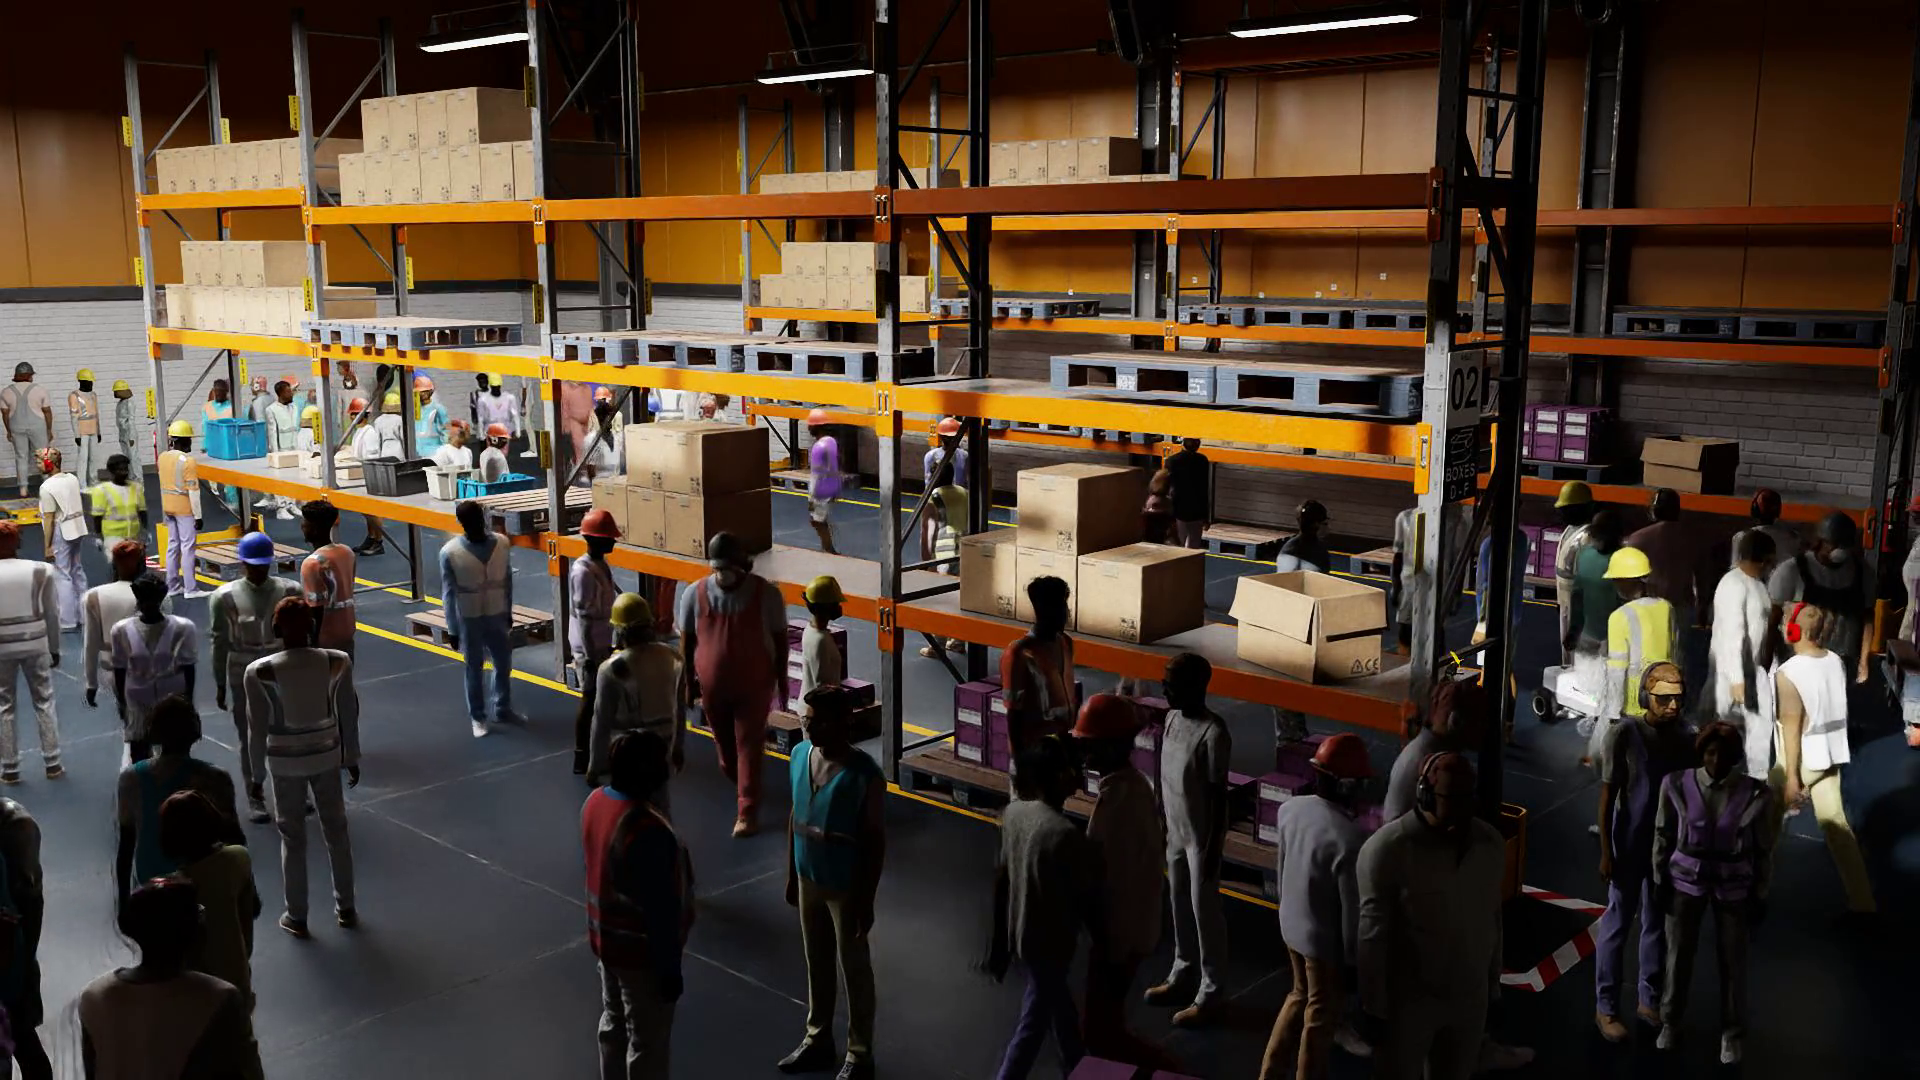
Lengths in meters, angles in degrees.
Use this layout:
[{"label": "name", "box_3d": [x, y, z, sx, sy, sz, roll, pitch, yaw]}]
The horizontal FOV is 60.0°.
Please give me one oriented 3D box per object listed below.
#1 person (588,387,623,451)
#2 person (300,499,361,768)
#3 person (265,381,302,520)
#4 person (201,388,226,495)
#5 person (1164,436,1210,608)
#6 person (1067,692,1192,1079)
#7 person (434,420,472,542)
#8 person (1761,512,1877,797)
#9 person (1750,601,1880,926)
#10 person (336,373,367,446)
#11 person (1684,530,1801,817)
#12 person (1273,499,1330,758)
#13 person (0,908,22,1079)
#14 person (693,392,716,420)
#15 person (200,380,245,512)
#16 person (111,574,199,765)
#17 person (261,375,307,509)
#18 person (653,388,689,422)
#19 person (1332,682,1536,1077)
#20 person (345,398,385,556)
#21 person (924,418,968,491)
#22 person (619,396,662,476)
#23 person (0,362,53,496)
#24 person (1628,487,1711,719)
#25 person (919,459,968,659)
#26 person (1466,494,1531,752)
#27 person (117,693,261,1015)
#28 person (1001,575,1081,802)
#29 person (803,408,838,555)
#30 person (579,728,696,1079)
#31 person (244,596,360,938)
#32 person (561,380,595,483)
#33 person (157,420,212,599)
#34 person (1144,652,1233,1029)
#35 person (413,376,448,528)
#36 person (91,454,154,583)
[{"label": "person", "box_3d": [-5.152, -1.347, 24.115, 0.562, 1.753, 0.333, 4, 11, 21]}, {"label": "person", "box_3d": [-4.588, 0.677, 12.075, 0.367, 1.966, 0.607, 1, 10, 4]}, {"label": "person", "box_3d": [-9.380, -1.253, 23.113, 0.378, 1.919, 0.597, 2, 10, 12]}, {"label": "person", "box_3d": [-11.305, -1.511, 25.385, 0.285, 1.633, 0.499, 7, 12, 36]}, {"label": "person", "box_3d": [2.367, -0.253, 17.249, 0.625, 1.992, 0.386, -8, 13, -39]}, {"label": "person", "box_3d": [0.717, 1.599, 6.840, 0.658, 1.974, 0.635, 2, 10, 9]}, {"label": "person", "box_3d": [-5.535, -0.398, 18.528, 0.643, 1.841, 0.648, 4, 11, 23]}, {"label": "person", "box_3d": [5.988, 0.722, 11.607, 0.690, 2.000, 1.040, 0, 10, 2]}, {"label": "person", "box_3d": [4.794, 1.249, 9.358, 0.578, 1.798, 0.975, -5, 11, -28]}, {"label": "person", "box_3d": [-10.342, -2.028, 28.309, 0.507, 1.633, 0.276, -2, 10, -9]}, {"label": "person", "box_3d": [5.180, 0.862, 11.225, 0.682, 1.901, 0.990, -9, 14, -42]}, {"label": "person", "box_3d": [2.533, 0.659, 12.250, 0.372, 1.941, 0.627, 7, 12, 35]}, {"label": "person", "box_3d": [-3.227, 2.012, 5.534, 0.633, 1.617, 0.544, -5, 11, -25]}, {"label": "person", "box_3d": [-3.832, -1.588, 24.990, 0.420, 1.932, 0.621, -5, 11, -25]}, {"label": "person", "box_3d": [-10.497, -1.334, 23.667, 0.587, 1.878, 0.969, 1, 10, 4]}, {"label": "person", "box_3d": [-5.208, 1.043, 10.797, 0.525, 1.677, 0.374, -4, 11, -20]}, {"label": "person", "box_3d": [-9.547, -1.375, 23.717, 0.990, 1.943, 0.630, -2, 10, -10]}, {"label": "person", "box_3d": [-4.584, -1.819, 26.456, 0.573, 1.877, 0.353, 1, 10, 5]}, {"label": "person", "box_3d": [2.125, 1.540, 7.594, 1.016, 1.827, 0.651, 4, 11, 23]}, {"label": "person", "box_3d": [-7.283, -0.773, 20.348, 0.362, 1.939, 0.543, -7, 12, -34]}, {"label": "person", "box_3d": [-0.119, -0.363, 18.033, 0.545, 1.938, 0.362, -7, 12, -33]}, {"label": "person", "box_3d": [-3.899, -0.813, 20.610, 0.789, 1.932, 0.429, 2, 10, 10]}, {"label": "person", "box_3d": [-14.147, -1.697, 25.286, 0.682, 2.000, 0.536, -3, 10, -14]}, {"label": "person", "box_3d": [5.471, 0.554, 12.907, 0.659, 1.925, 0.395, 0, 10, -3]}, {"label": "person", "box_3d": [-0.160, 0.167, 15.308, 0.429, 1.842, 0.633, 9, 14, 43]}, {"label": "person", "box_3d": [3.989, 0.576, 12.425, 0.381, 2.041, 0.616, 9, 13, 41]}, {"label": "person", "box_3d": [-3.483, 1.577, 7.521, 0.548, 1.786, 0.977, 1, 10, 3]}, {"label": "person", "box_3d": [0.480, 1.158, 9.383, 0.389, 1.959, 0.648, 7, 12, 35]}, {"label": "person", "box_3d": [-1.612, -0.554, 19.151, 0.408, 1.922, 0.579, 2, 10, 13]}, {"label": "person", "box_3d": [-1.301, 1.668, 6.824, 0.430, 1.845, 0.619, -7, 12, -35]}, {"label": "person", "box_3d": [-3.596, 1.237, 9.138, 0.584, 1.882, 0.337, -7, 12, -33]}, {"label": "person", "box_3d": [-6.135, -1.857, 26.662, 0.644, 1.883, 0.653, 8, 13, 37]}, {"label": "person", "box_3d": [-8.355, -0.327, 17.903, 0.584, 1.918, 0.409, 6, 12, 29]}, {"label": "person", "box_3d": [1.130, 1.441, 8.124, 0.339, 1.839, 0.505, -5, 11, -24]}, {"label": "person", "box_3d": [-7.166, -1.181, 22.365, 0.614, 2.040, 0.378, 5, 11, 28]}, {"label": "person", "box_3d": [-8.476, -0.038, 16.908, 0.622, 1.672, 0.542, 6, 12, 31]}]
